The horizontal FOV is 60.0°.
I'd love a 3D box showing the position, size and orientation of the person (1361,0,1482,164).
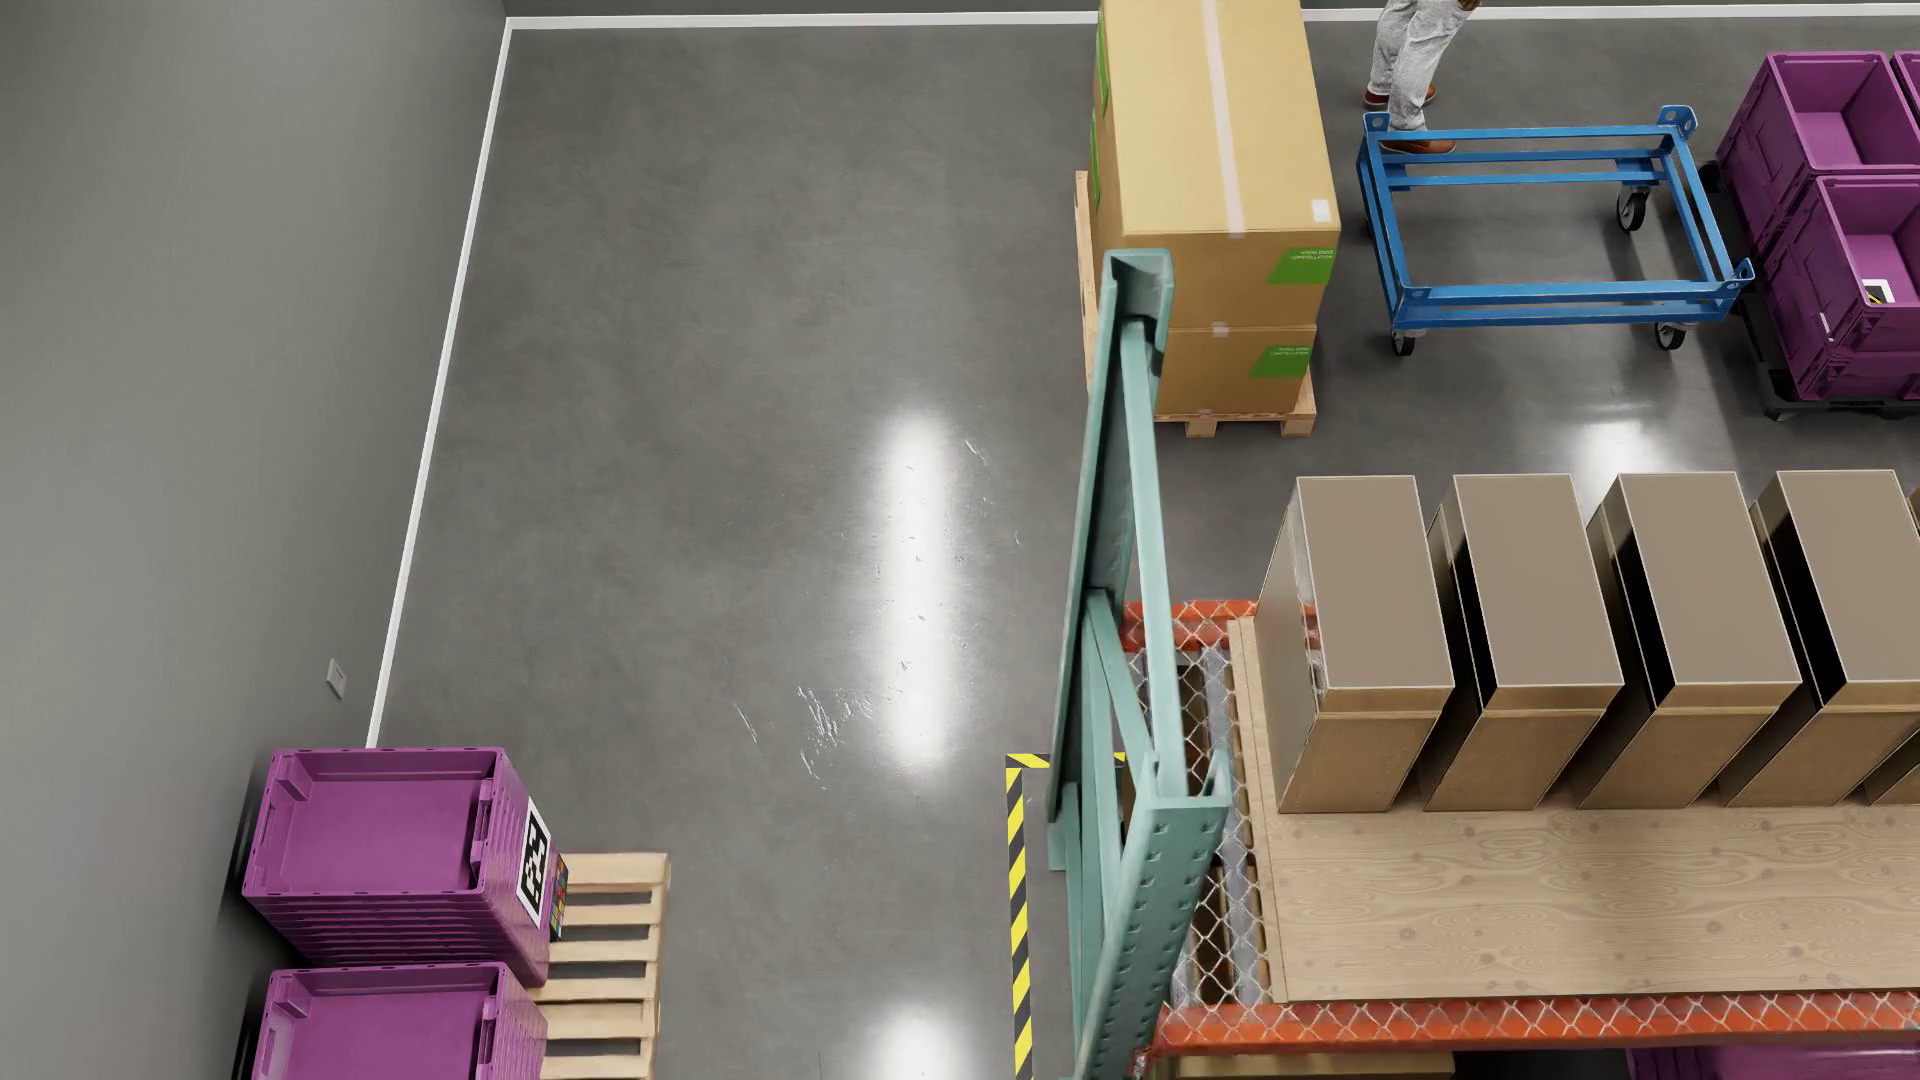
[{"bbox_3d":[1.819,-2.237,6.074,0.372,1.940,0.631,-3,58,-2],"label":"person"}]
